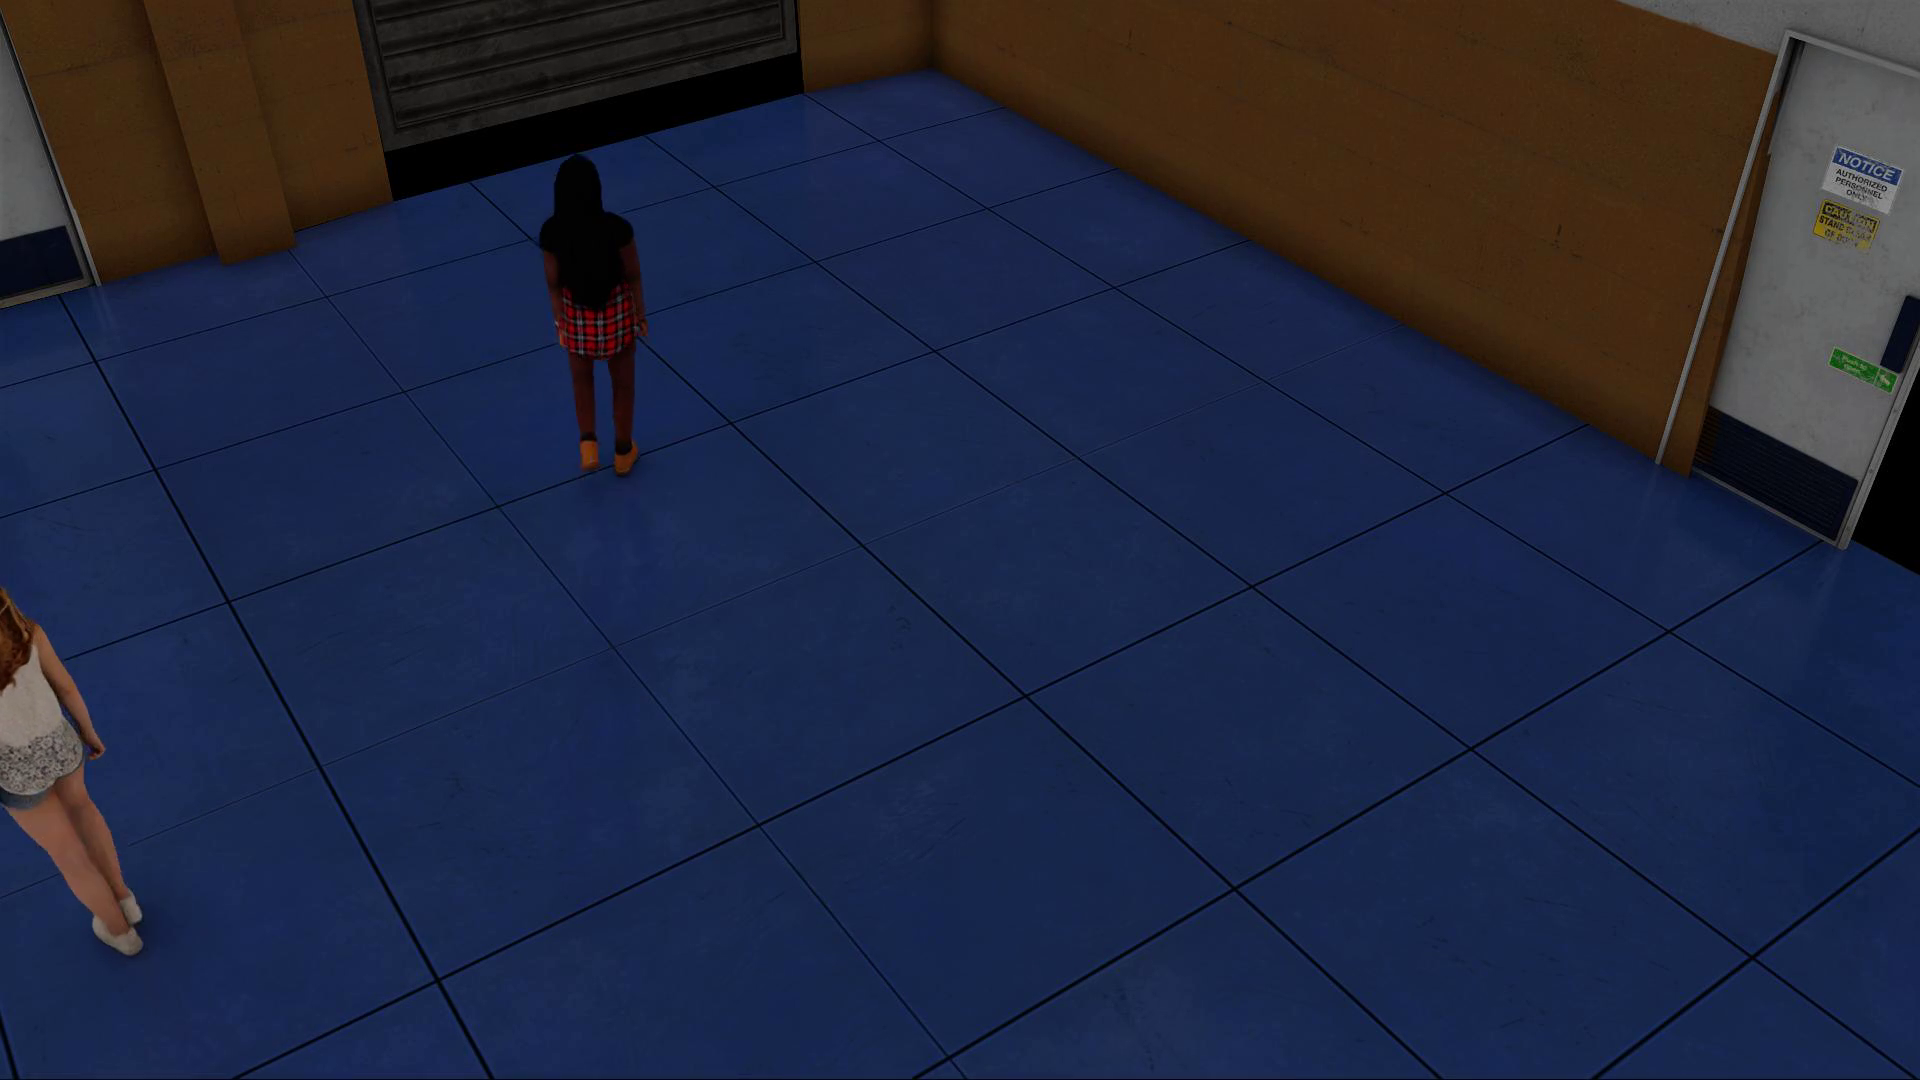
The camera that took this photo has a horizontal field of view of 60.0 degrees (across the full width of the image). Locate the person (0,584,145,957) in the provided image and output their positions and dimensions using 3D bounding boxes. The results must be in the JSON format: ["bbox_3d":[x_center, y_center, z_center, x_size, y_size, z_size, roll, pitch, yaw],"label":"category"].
[{"bbox_3d":[-3.050,0.808,5.610,0.738,1.753,0.627,22,42,27],"label":"person"}]

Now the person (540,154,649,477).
[{"bbox_3d":[-1.748,-1.000,8.054,0.817,1.711,0.847,-3,37,-4],"label":"person"}]
